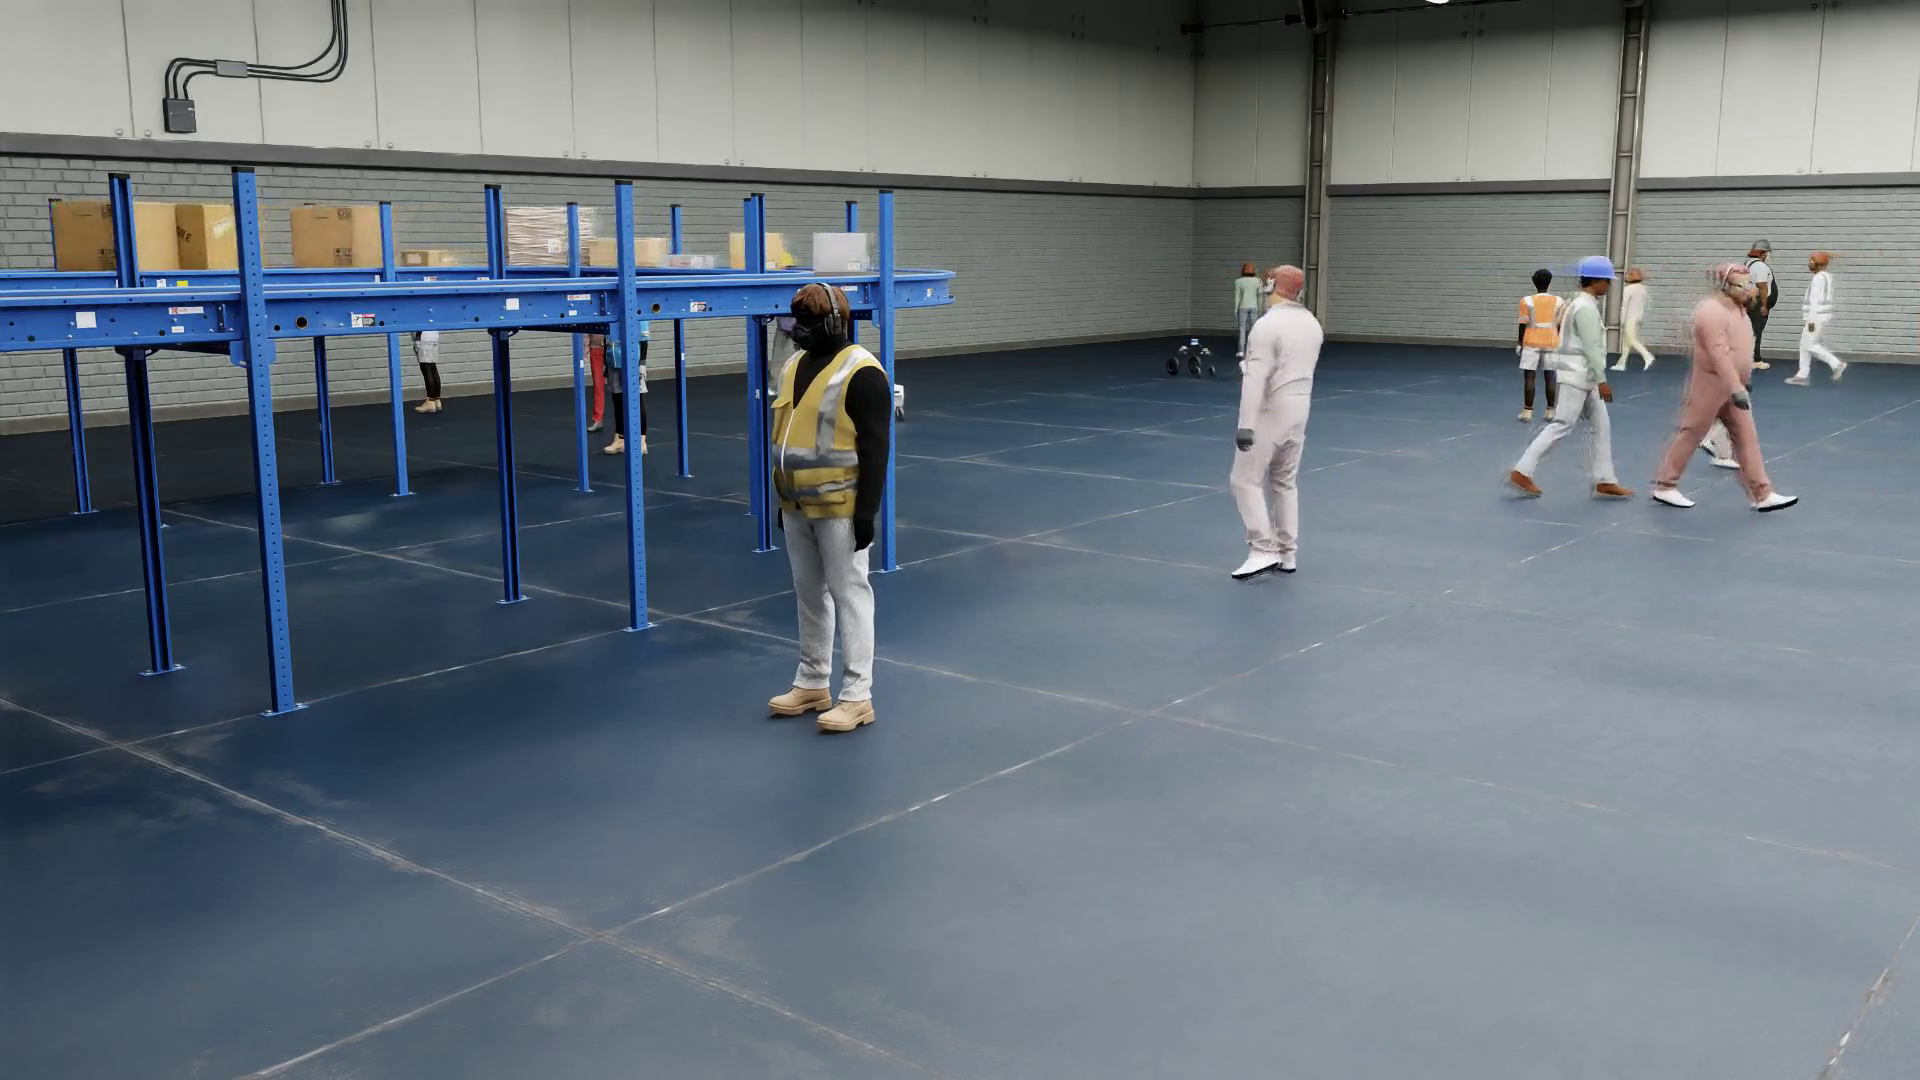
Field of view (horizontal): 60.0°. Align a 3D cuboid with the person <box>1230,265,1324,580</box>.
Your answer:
[{"bbox_3d":[1.895,-0.712,10.095,0.437,1.883,0.784,10,14,43],"label":"person"}]

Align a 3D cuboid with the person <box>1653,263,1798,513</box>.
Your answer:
[{"bbox_3d":[5.703,-1.125,12.392,0.637,1.843,1.023,-8,13,-38],"label":"person"}]

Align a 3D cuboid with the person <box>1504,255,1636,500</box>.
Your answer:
[{"bbox_3d":[4.800,-1.267,13.001,0.954,1.906,0.593,4,11,22],"label":"person"}]

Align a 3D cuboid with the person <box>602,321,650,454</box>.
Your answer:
[{"bbox_3d":[-3.161,-1.647,15.677,0.541,1.696,0.315,6,12,29],"label":"person"}]

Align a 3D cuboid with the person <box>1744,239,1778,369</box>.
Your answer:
[{"bbox_3d":[12.687,-3.737,26.423,0.538,2.000,0.684,0,10,-1],"label":"person"}]

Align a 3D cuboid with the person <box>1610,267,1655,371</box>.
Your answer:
[{"bbox_3d":[10.438,-3.408,25.697,0.505,1.606,0.742,-8,13,-37],"label":"person"}]

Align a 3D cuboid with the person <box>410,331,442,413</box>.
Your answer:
[{"bbox_3d":[-6.321,-2.358,19.608,0.317,1.698,0.540,0,10,0],"label":"person"}]

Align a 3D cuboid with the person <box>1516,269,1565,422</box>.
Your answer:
[{"bbox_3d":[6.481,-2.176,18.597,0.538,1.698,0.319,0,10,-1],"label":"person"}]

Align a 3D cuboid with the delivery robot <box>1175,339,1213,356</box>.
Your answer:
[{"bbox_3d":[3.507,-2.897,24.905,0.335,0.223,0.698,-6,12,-30],"label":"delivery robot"}]

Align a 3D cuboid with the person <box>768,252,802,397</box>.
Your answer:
[{"bbox_3d":[-2.217,-2.813,21.684,0.591,1.875,1.007,8,13,38],"label":"person"}]

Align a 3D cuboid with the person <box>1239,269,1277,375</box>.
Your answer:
[{"bbox_3d":[4.381,-3.077,23.853,0.694,1.612,0.506,4,11,19],"label":"person"}]

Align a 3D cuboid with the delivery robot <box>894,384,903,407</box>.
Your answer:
[{"bbox_3d":[-0.941,-1.668,18.819,0.477,0.478,0.707,-7,12,-33],"label":"delivery robot"}]

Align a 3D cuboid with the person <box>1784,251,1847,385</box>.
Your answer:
[{"bbox_3d":[11.973,-3.080,23.156,0.691,1.863,0.587,6,12,31],"label":"person"}]

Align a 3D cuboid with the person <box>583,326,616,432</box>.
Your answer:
[{"bbox_3d":[-3.735,-2.016,17.556,0.523,1.759,0.335,2,10,10],"label":"person"}]

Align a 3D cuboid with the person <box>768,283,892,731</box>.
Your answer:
[{"bbox_3d":[-0.569,-0.142,6.936,0.429,1.842,0.633,-9,14,-41],"label":"person"}]

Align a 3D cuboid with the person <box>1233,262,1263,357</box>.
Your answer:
[{"bbox_3d":[5.002,-4.004,28.915,0.507,1.632,0.279,-1,10,-3],"label":"person"}]

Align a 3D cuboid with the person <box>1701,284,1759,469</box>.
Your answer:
[{"bbox_3d":[6.893,-1.445,14.766,0.366,1.630,0.530,3,11,16],"label":"person"}]
